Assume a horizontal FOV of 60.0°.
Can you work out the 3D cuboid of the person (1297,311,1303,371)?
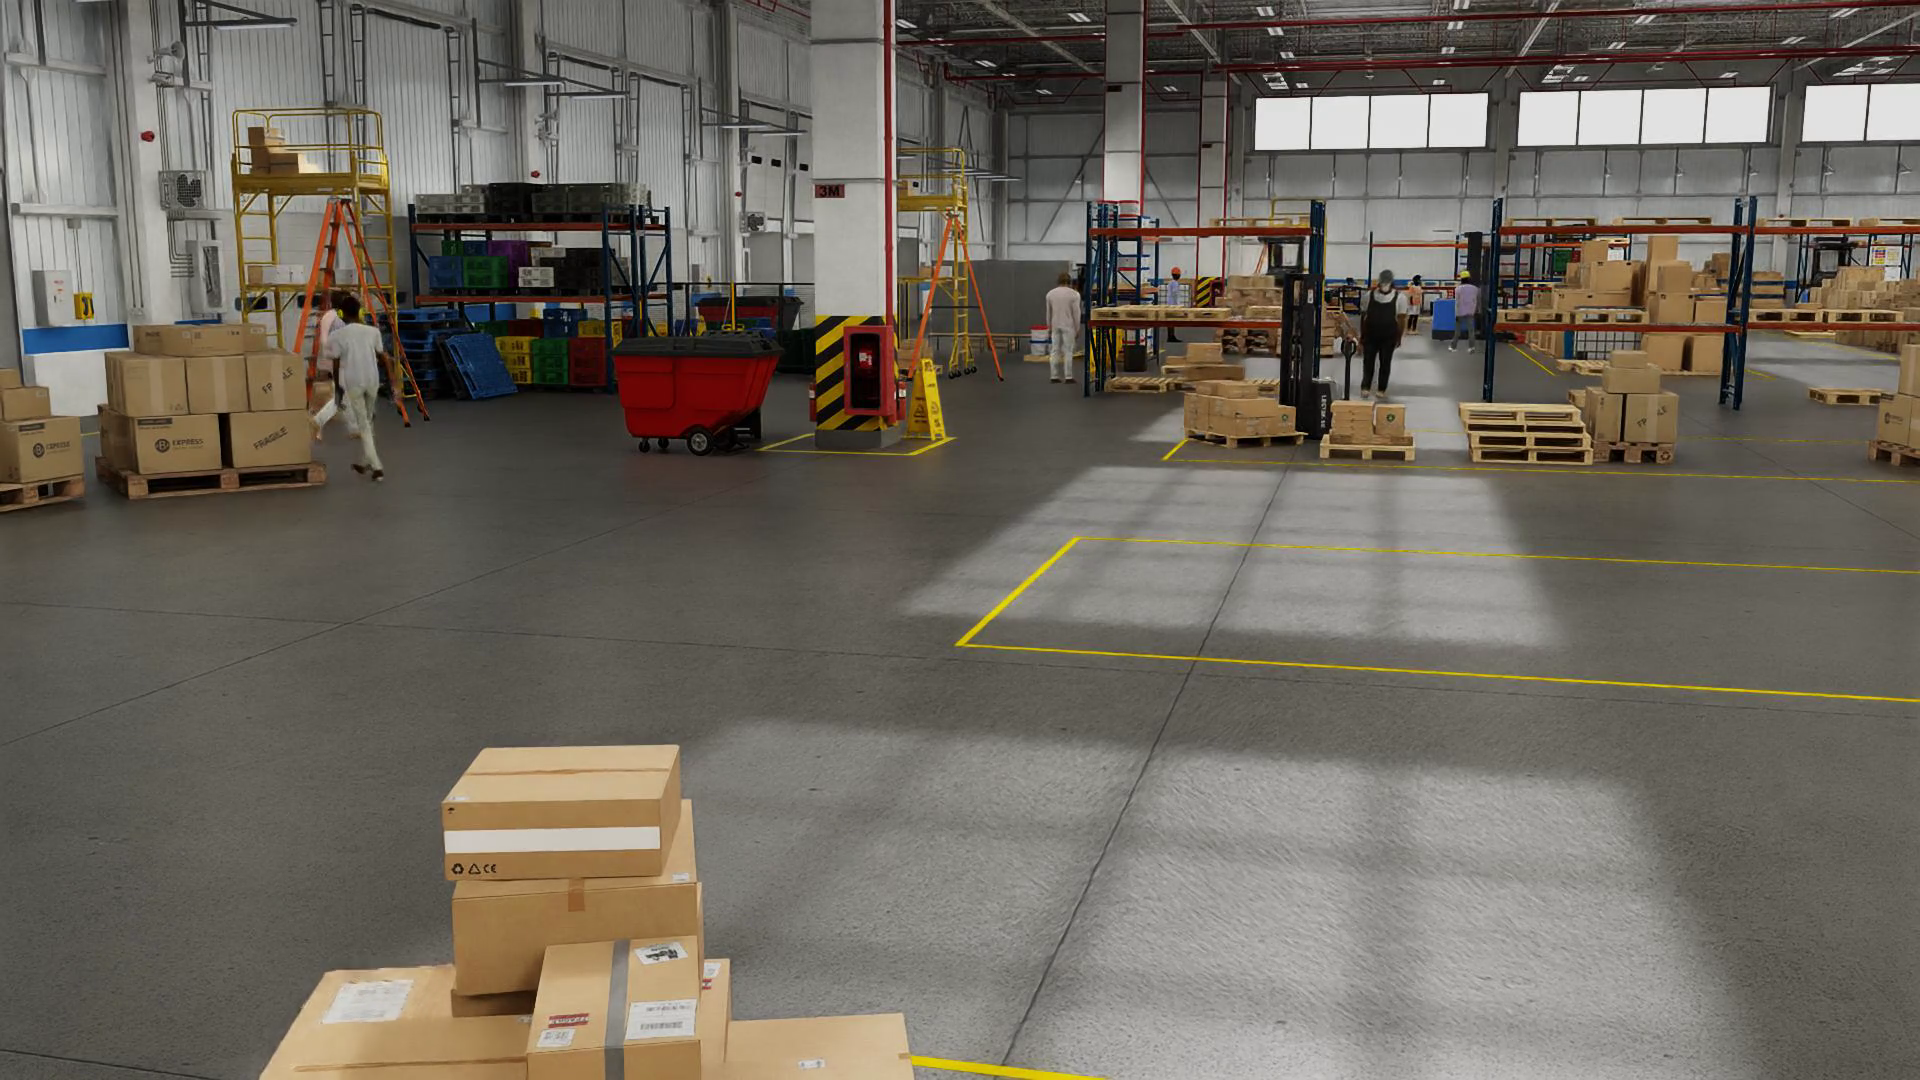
[{"bbox_3d":[6.636,-4.097,31.903,0.323,1.736,0.488,6,11,30],"label":"person"}]

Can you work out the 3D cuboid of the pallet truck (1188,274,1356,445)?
[{"bbox_3d":[3.653,-2.138,19.590,1.885,1.965,0.823,-4,10,-20],"label":"pallet truck"}]

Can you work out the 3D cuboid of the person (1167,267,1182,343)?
[{"bbox_3d":[5.510,-6.035,42.706,0.365,1.939,0.542,-1,10,-7],"label":"person"}]

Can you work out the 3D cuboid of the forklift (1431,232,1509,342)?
[{"bbox_3d":[13.184,-6.527,42.836,1.873,2.768,1.129,2,10,14],"label":"forklift"}]

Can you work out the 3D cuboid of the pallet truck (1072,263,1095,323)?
[{"bbox_3d":[4.325,-8.180,55.162,0.823,1.965,1.885,6,11,31],"label":"pallet truck"}]

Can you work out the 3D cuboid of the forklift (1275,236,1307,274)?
[{"bbox_3d":[10.043,-7.868,50.731,1.129,2.768,1.873,8,13,40],"label":"forklift"}]

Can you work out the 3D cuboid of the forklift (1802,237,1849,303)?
[{"bbox_3d":[27.372,-8.164,52.473,1.129,2.768,1.873,2,10,14],"label":"forklift"}]

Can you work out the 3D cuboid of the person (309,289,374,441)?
[{"bbox_3d":[-7.353,-2.045,19.596,0.776,1.821,0.635,-8,13,-40],"label":"person"}]

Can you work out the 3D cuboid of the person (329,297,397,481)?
[{"bbox_3d":[-5.882,-1.490,16.382,0.559,1.804,0.986,-8,12,-39],"label":"person"}]

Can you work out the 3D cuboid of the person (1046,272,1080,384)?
[{"bbox_3d":[1.777,-3.651,28.700,0.631,1.931,0.365,5,11,26],"label":"person"}]

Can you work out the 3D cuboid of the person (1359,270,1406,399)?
[{"bbox_3d":[6.471,-3.173,25.555,0.696,2.000,1.005,3,10,18],"label":"person"}]

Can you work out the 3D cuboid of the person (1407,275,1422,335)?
[{"bbox_3d":[12.826,-6.611,46.838,0.338,1.686,0.542,9,13,44],"label":"person"}]

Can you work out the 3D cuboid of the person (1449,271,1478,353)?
[{"bbox_3d":[11.584,-5.223,38.134,0.591,1.878,1.005,-1,10,-6],"label":"person"}]
